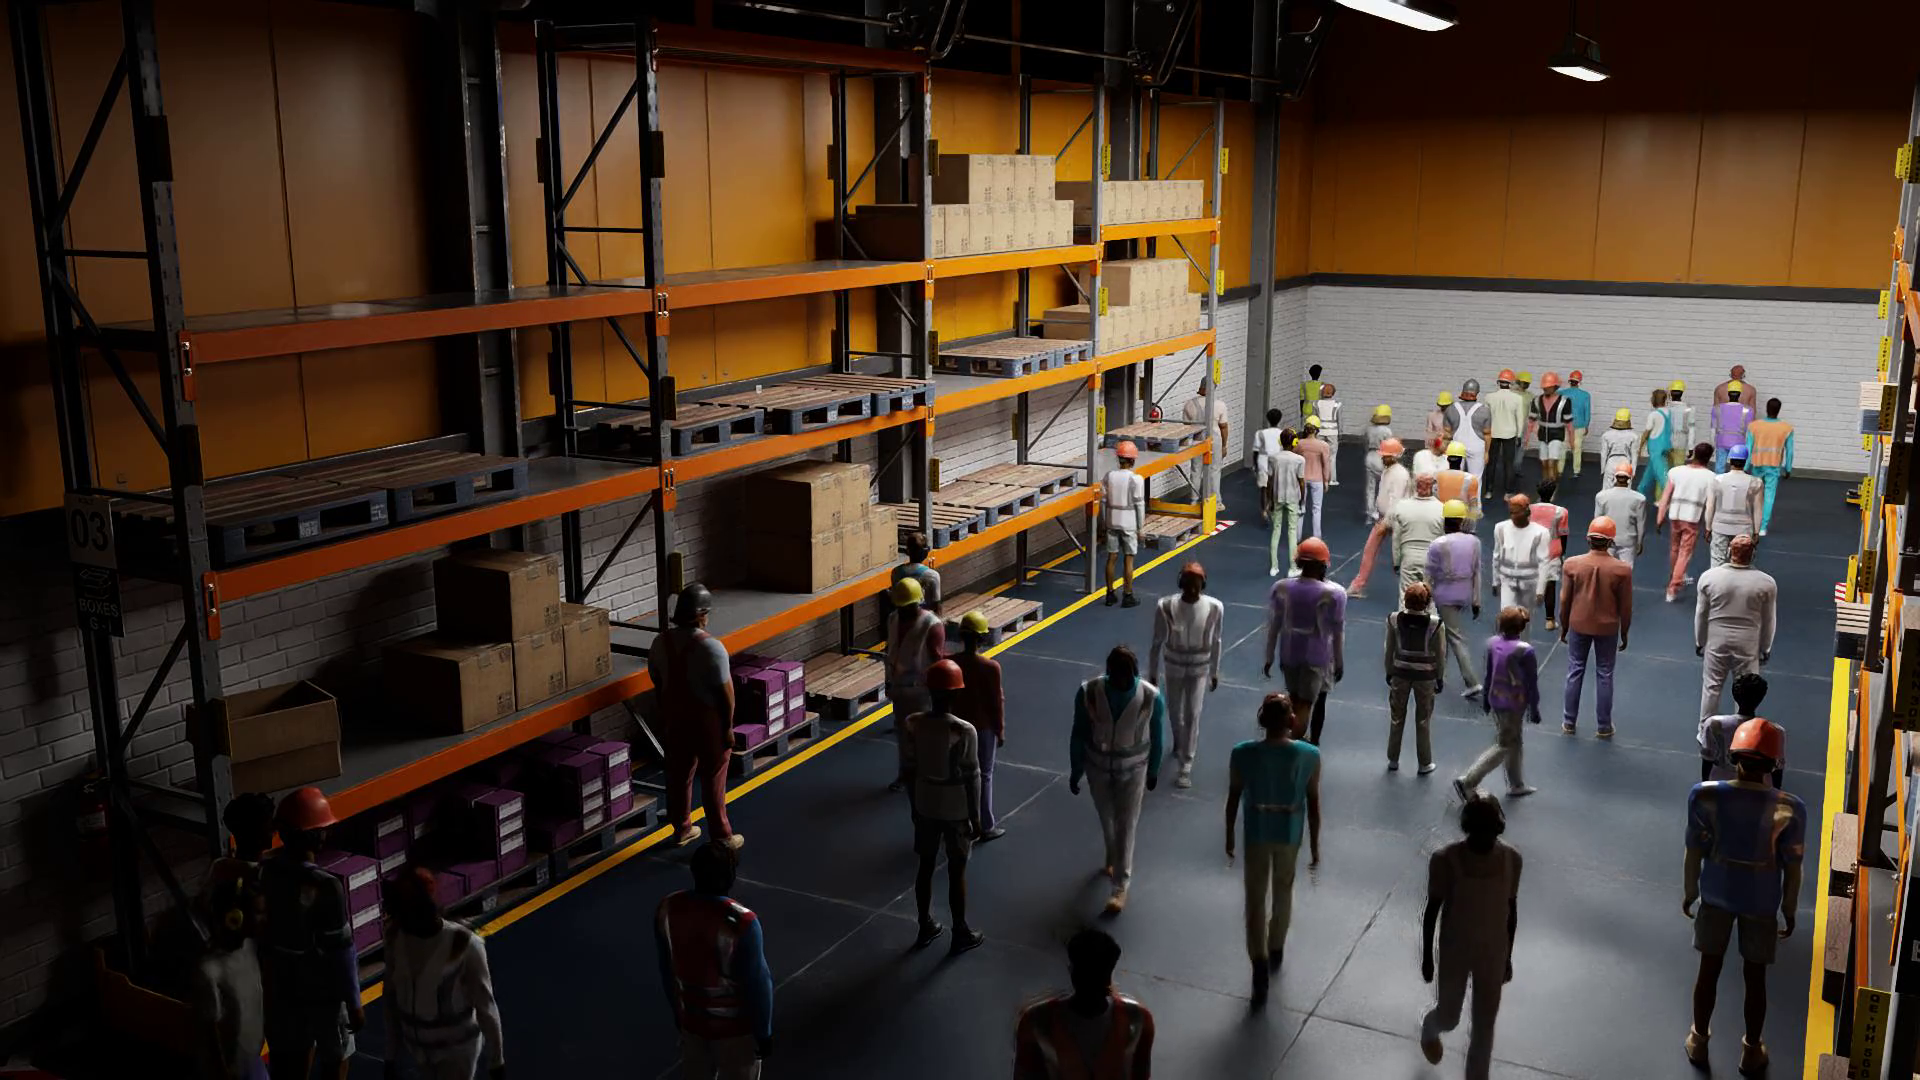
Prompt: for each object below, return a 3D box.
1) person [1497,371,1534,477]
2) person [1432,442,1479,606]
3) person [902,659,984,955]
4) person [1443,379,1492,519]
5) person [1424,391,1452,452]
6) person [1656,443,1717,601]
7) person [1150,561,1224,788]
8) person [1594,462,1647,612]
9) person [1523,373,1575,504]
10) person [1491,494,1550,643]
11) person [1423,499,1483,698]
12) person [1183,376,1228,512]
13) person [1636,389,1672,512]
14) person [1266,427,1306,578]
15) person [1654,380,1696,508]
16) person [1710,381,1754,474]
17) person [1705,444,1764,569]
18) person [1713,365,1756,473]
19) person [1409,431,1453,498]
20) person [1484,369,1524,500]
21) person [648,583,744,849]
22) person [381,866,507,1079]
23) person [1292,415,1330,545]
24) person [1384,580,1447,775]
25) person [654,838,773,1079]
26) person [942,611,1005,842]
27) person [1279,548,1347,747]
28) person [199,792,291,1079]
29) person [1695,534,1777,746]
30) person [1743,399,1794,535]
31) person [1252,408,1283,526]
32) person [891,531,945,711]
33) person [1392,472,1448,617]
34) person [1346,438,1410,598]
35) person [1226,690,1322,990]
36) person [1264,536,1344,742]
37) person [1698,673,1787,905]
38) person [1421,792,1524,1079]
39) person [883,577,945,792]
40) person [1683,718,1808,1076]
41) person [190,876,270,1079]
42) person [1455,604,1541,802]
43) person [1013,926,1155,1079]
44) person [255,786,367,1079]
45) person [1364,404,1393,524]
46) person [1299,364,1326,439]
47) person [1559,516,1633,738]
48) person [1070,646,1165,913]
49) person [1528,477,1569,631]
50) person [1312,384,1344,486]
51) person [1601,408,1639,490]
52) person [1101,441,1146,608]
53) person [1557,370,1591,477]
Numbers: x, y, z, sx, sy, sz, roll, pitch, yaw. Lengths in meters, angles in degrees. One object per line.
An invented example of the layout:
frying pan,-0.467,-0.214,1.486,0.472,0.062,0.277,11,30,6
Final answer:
person,9.150,-1.920,27.356,0.541,1.748,0.502,-4,13,-17
person,5.662,-0.178,19.165,0.587,1.926,0.368,7,14,27
person,-0.097,1.709,10.698,0.544,1.936,0.359,7,14,27
person,7.333,-1.322,24.029,0.683,2.000,0.538,7,14,27
person,7.345,-1.419,25.202,0.543,1.723,0.860,9,16,36
person,8.565,-0.223,19.565,0.617,1.855,0.976,11,17,41
person,1.886,1.047,13.871,0.585,1.852,0.926,2,13,9
person,7.466,-0.018,18.842,0.560,1.750,0.328,7,14,27
person,8.808,-1.505,24.939,0.682,1.999,0.924,12,17,43
person,5.571,0.449,16.588,0.592,1.837,0.956,8,15,31
person,4.763,0.550,16.023,0.591,1.884,1.007,-7,14,-28
person,3.653,-1.441,24.562,0.683,2.000,0.538,7,14,27
person,10.320,-1.335,24.643,0.533,1.798,0.971,-8,15,-32
person,4.038,-0.462,20.571,0.509,1.868,0.328,7,14,27
person,10.604,-1.424,24.743,0.587,1.926,0.368,7,14,27
person,11.404,-1.399,24.634,0.587,1.926,0.368,7,14,27
person,8.760,-0.119,18.858,0.603,1.946,0.389,7,14,27
person,12.445,-1.868,26.774,0.642,1.909,0.410,7,14,27
person,5.844,-0.505,20.905,0.628,1.803,0.745,-3,13,-13
person,8.297,-1.613,25.433,0.610,1.995,0.375,7,14,27
person,-1.915,1.301,12.285,0.683,2.000,0.538,7,14,27
person,-2.400,2.378,7.921,0.581,1.861,0.799,6,14,26
person,4.694,-0.791,22.275,0.523,1.767,0.313,7,14,27
person,3.787,1.147,13.879,0.512,1.641,0.307,7,14,27
person,-1.166,2.331,8.123,0.627,1.844,0.429,7,14,27
person,0.102,1.394,12.487,0.523,1.769,0.309,7,14,27
person,2.994,0.944,14.169,0.551,1.915,0.730,2,13,8
person,-3.509,2.209,8.386,0.604,1.966,0.367,7,14,27
person,6.714,0.887,14.442,0.642,1.909,0.410,7,14,27
person,11.283,-1.049,23.216,0.600,1.855,1.028,7,15,30
person,4.419,-1.036,23.589,0.539,1.668,0.783,2,13,9
person,-0.371,0.835,14.826,0.511,1.843,0.329,7,14,27
person,4.834,0.230,17.386,0.642,1.907,0.410,7,14,27
person,5.047,-0.242,19.434,1.046,1.938,0.614,-3,13,-13
person,1.946,1.853,10.336,0.576,1.822,0.811,1,13,5
person,2.856,0.970,13.883,0.628,2.005,1.024,8,15,30
person,5.243,1.719,11.189,0.533,1.697,0.318,7,14,27
person,2.709,2.171,8.896,0.507,1.826,0.675,0,13,-1
person,-0.389,1.163,13.420,0.623,1.809,0.442,12,17,42
person,4.337,1.976,9.258,0.608,2.044,0.371,7,14,27
person,-3.439,2.433,7.717,0.885,1.836,0.517,2,13,10
person,4.310,1.309,13.224,0.749,1.607,0.514,-4,13,-15
person,0.506,2.508,7.108,0.625,1.938,0.707,-1,13,-6
person,-3.186,2.203,8.245,0.608,2.042,0.375,7,14,27
person,5.943,-1.070,23.628,0.407,1.723,0.482,-11,17,-41
person,6.092,-2.174,28.621,0.533,1.697,0.318,7,14,27
person,5.633,0.770,14.764,0.610,1.995,0.375,7,14,27
person,1.086,1.595,11.552,0.616,1.794,0.983,3,13,15
person,6.375,0.152,18.203,0.533,1.698,0.318,7,14,27
person,5.853,-1.672,26.514,0.519,1.636,0.313,7,14,27
person,9.130,-0.957,23.065,0.486,1.744,0.294,7,14,27
person,1.879,-0.171,19.170,0.567,1.923,0.454,8,15,31
person,10.055,-1.910,27.306,0.560,1.752,0.324,7,14,27
